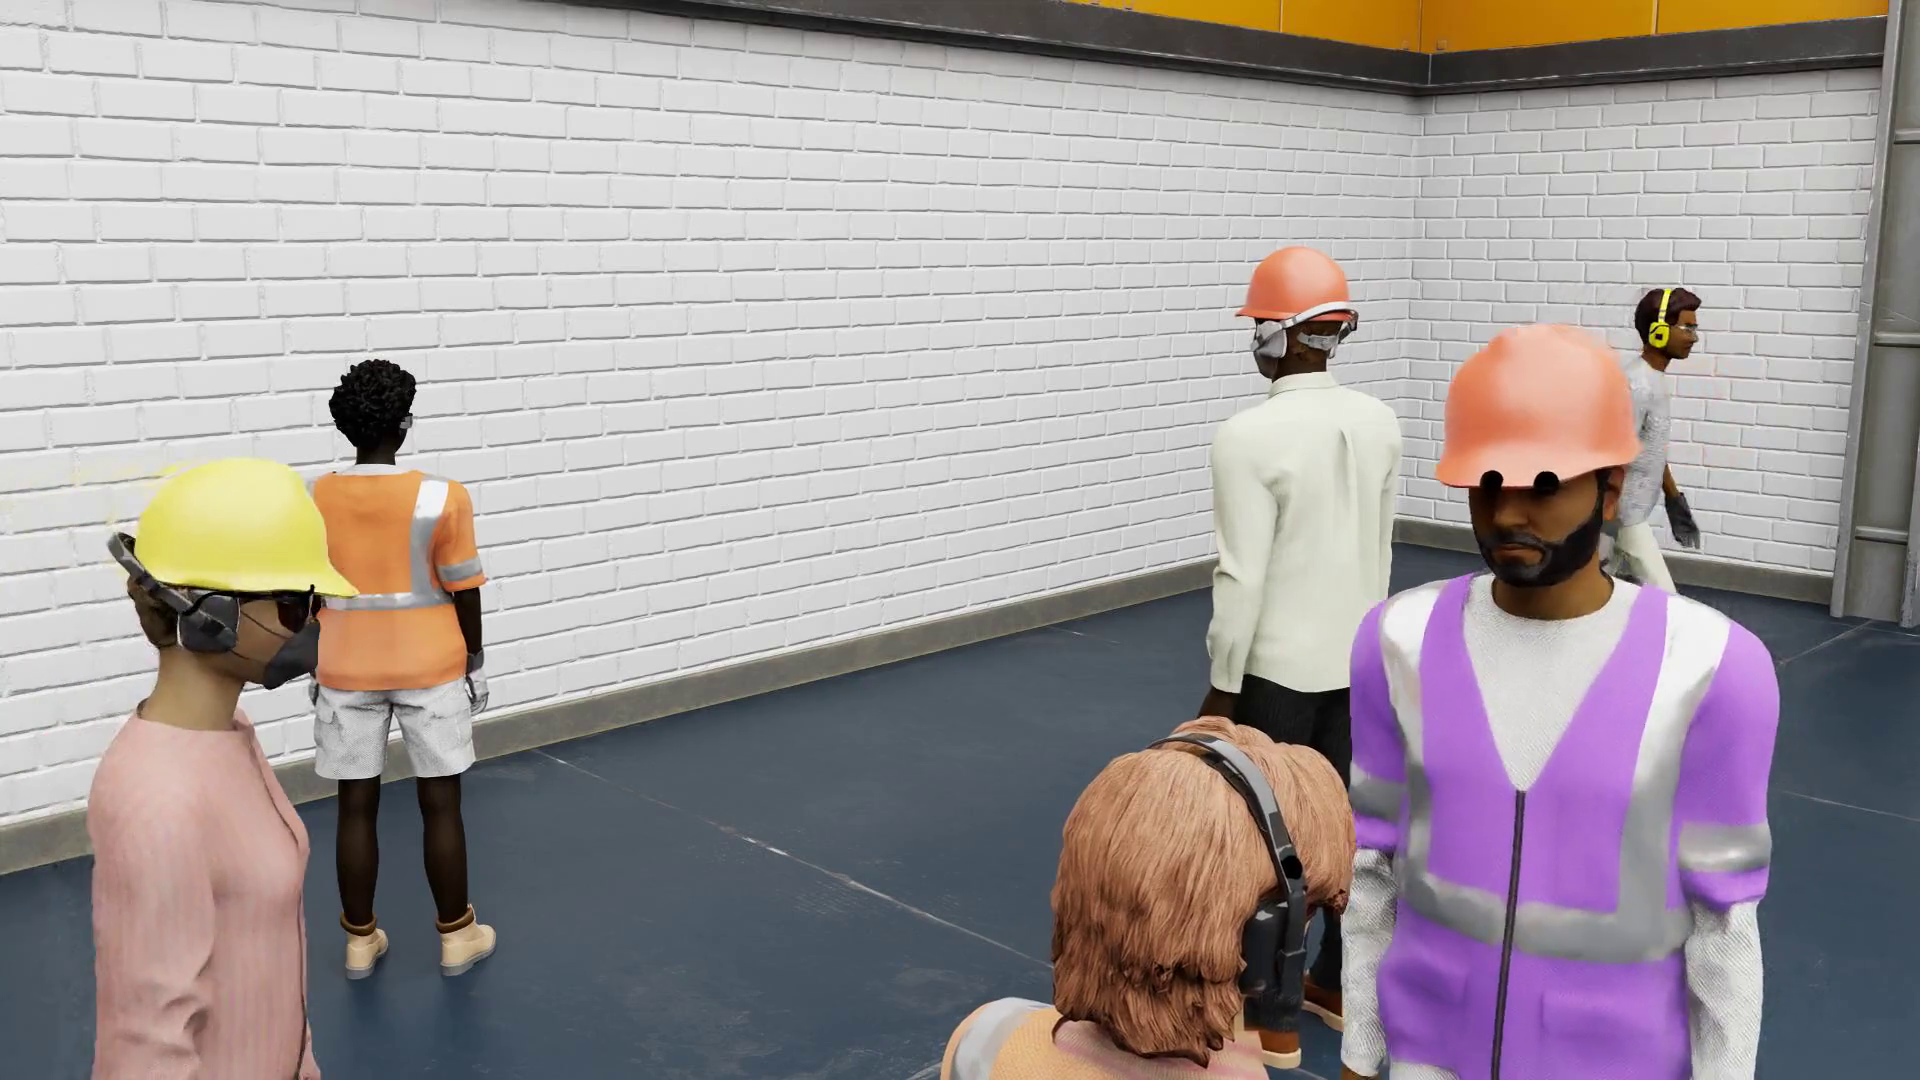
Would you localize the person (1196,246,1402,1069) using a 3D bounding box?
[{"bbox_3d":[0.811,0.292,4.077,0.612,1.995,0.392,-8,13,-37],"label":"person"}]

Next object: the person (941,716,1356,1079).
[{"bbox_3d":[0.187,0.957,1.422,0.514,1.641,0.307,9,14,42],"label":"person"}]

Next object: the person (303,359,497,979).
[{"bbox_3d":[-1.536,0.362,4.510,0.534,1.697,0.318,0,10,-2],"label":"person"}]

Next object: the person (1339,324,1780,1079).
[{"bbox_3d":[0.788,0.663,2.270,0.555,1.917,0.656,7,12,33],"label":"person"}]

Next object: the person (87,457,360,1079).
[{"bbox_3d":[-0.935,0.768,2.142,0.429,1.741,0.542,-3,11,-17],"label":"person"}]

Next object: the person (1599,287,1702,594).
[{"bbox_3d":[2.737,-0.085,6.628,0.959,1.816,0.522,3,11,17],"label":"person"}]
